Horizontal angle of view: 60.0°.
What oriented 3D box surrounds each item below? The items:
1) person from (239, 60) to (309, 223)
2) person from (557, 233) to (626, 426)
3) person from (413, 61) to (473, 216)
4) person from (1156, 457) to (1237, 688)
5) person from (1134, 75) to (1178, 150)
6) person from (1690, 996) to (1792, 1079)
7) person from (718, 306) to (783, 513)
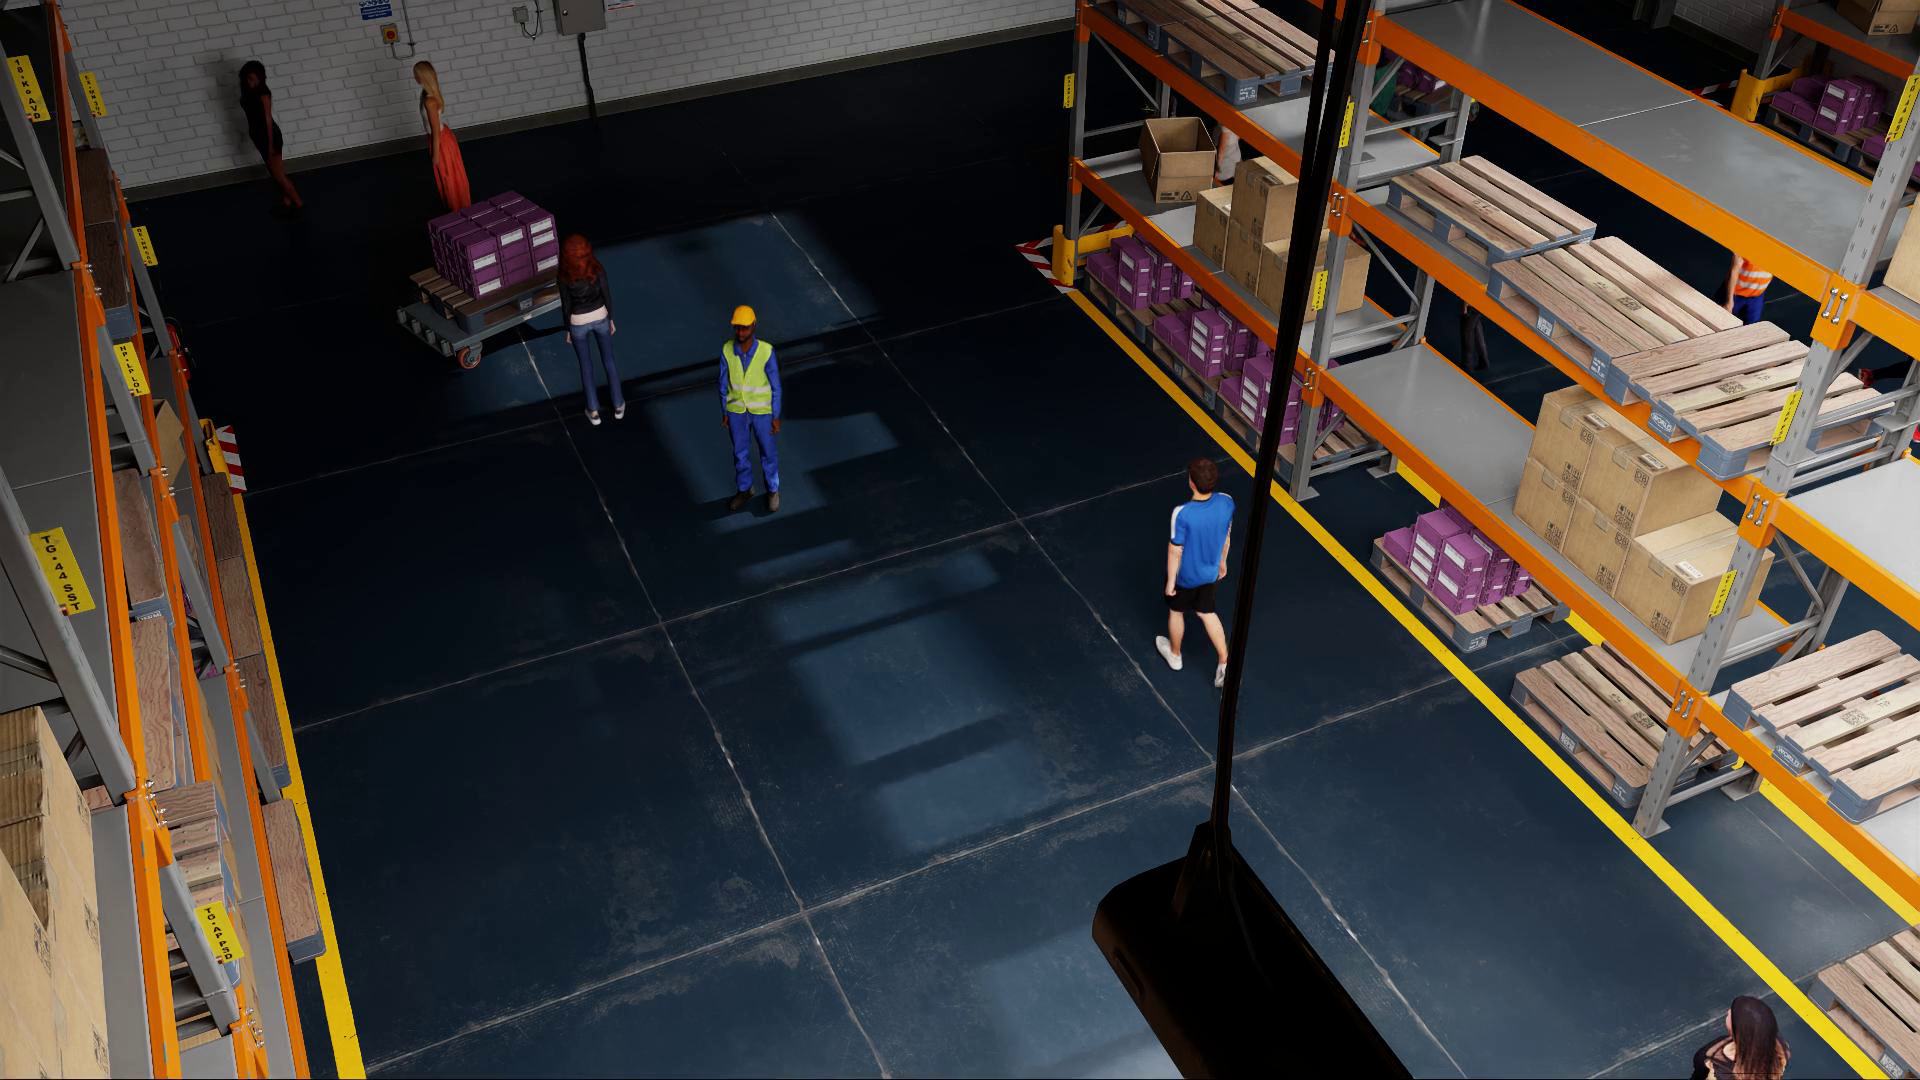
[{"bbox_3d":[-7.133,-4.117,17.065,0.775,1.712,0.595,-19,42,-22],"label":"person"},{"bbox_3d":[-3.139,-1.797,14.099,0.589,1.789,0.526,-13,41,-16],"label":"person"},{"bbox_3d":[-5.240,-3.983,16.823,0.719,1.806,0.567,-10,40,-12],"label":"person"},{"bbox_3d":[1.672,0.263,11.472,0.667,1.848,1.039,-18,42,-21],"label":"person"},{"bbox_3d":[2.076,-4.109,17.265,0.689,1.452,1.013,-23,44,-26],"label":"person"},{"bbox_3d":[3.835,2.932,8.249,0.685,1.700,0.628,-19,42,-22],"label":"person"},{"bbox_3d":[-1.645,-1.040,13.133,0.757,1.812,0.772,5,39,6],"label":"person"}]
